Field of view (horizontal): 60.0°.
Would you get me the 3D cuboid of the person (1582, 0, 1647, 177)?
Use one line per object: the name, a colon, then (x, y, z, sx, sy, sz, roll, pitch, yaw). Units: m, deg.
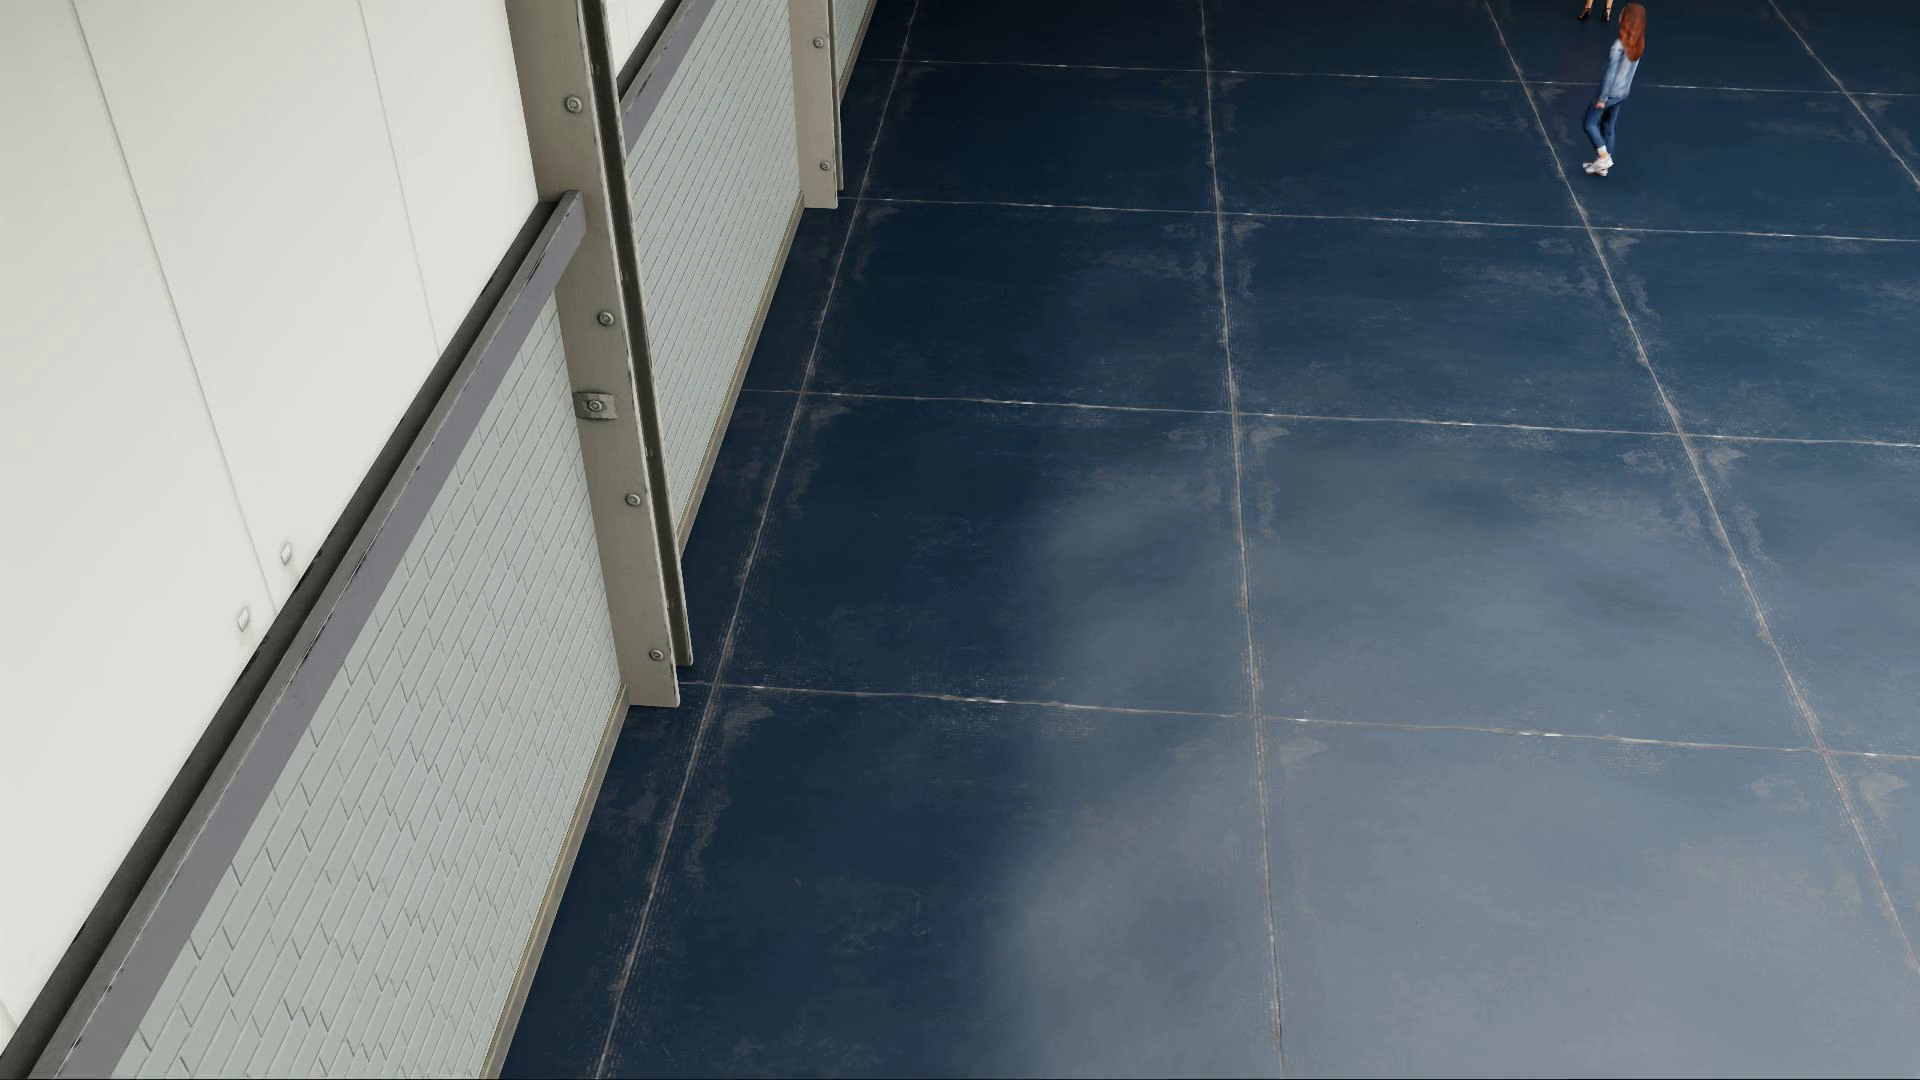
person: (5.508, -3.714, 13.872, 0.677, 1.467, 0.744, -30, 47, -33)
